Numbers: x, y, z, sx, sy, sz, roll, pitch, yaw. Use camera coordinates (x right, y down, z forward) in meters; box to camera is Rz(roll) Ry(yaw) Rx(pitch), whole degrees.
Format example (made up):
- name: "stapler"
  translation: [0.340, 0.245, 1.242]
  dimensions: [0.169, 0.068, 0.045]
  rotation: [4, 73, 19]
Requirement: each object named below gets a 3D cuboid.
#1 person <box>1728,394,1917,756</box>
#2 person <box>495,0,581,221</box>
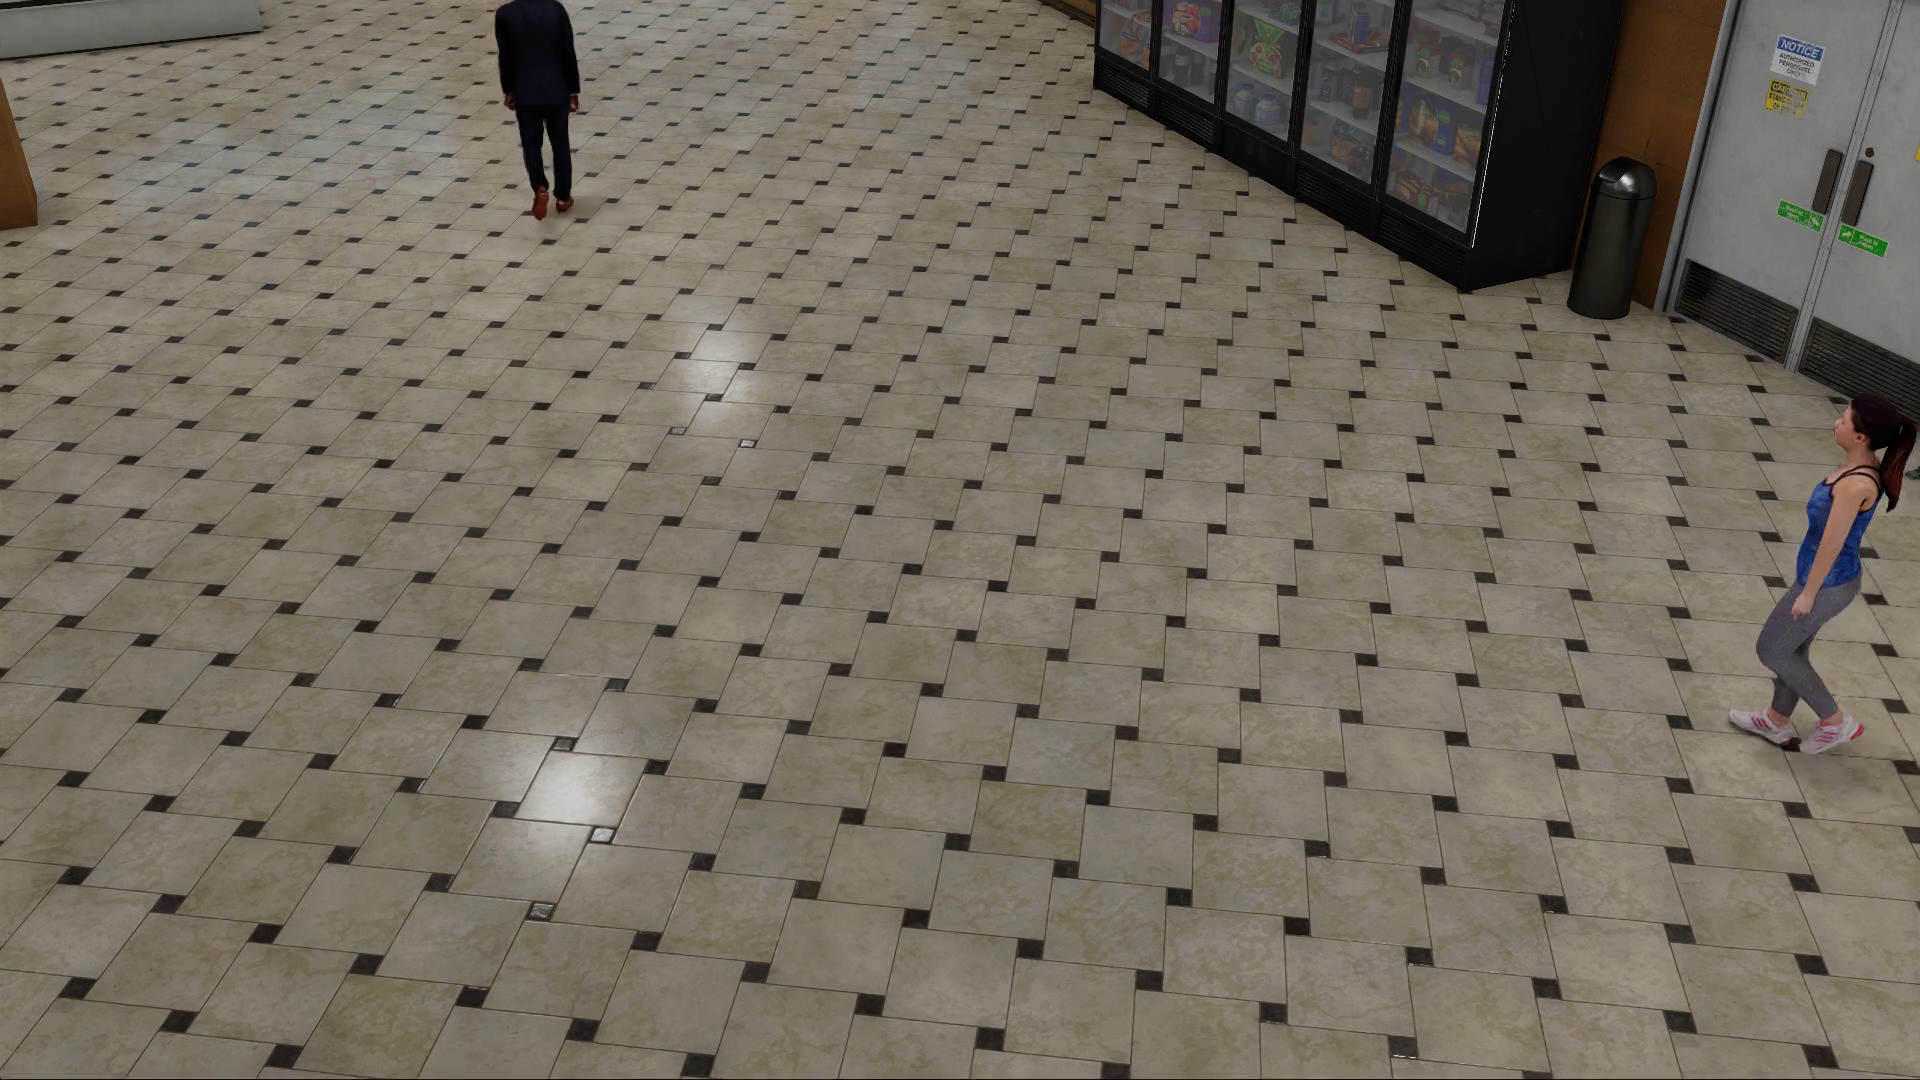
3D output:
- name: "person"
  translation: [3.472, 0.194, 6.566]
  dimensions: [0.802, 1.601, 0.781]
  rotation: [23, 38, 32]
- name: "person"
  translation: [-2.947, -3.113, 11.690]
  dimensions: [0.935, 1.803, 0.901]
  rotation: [-5, 32, -8]
